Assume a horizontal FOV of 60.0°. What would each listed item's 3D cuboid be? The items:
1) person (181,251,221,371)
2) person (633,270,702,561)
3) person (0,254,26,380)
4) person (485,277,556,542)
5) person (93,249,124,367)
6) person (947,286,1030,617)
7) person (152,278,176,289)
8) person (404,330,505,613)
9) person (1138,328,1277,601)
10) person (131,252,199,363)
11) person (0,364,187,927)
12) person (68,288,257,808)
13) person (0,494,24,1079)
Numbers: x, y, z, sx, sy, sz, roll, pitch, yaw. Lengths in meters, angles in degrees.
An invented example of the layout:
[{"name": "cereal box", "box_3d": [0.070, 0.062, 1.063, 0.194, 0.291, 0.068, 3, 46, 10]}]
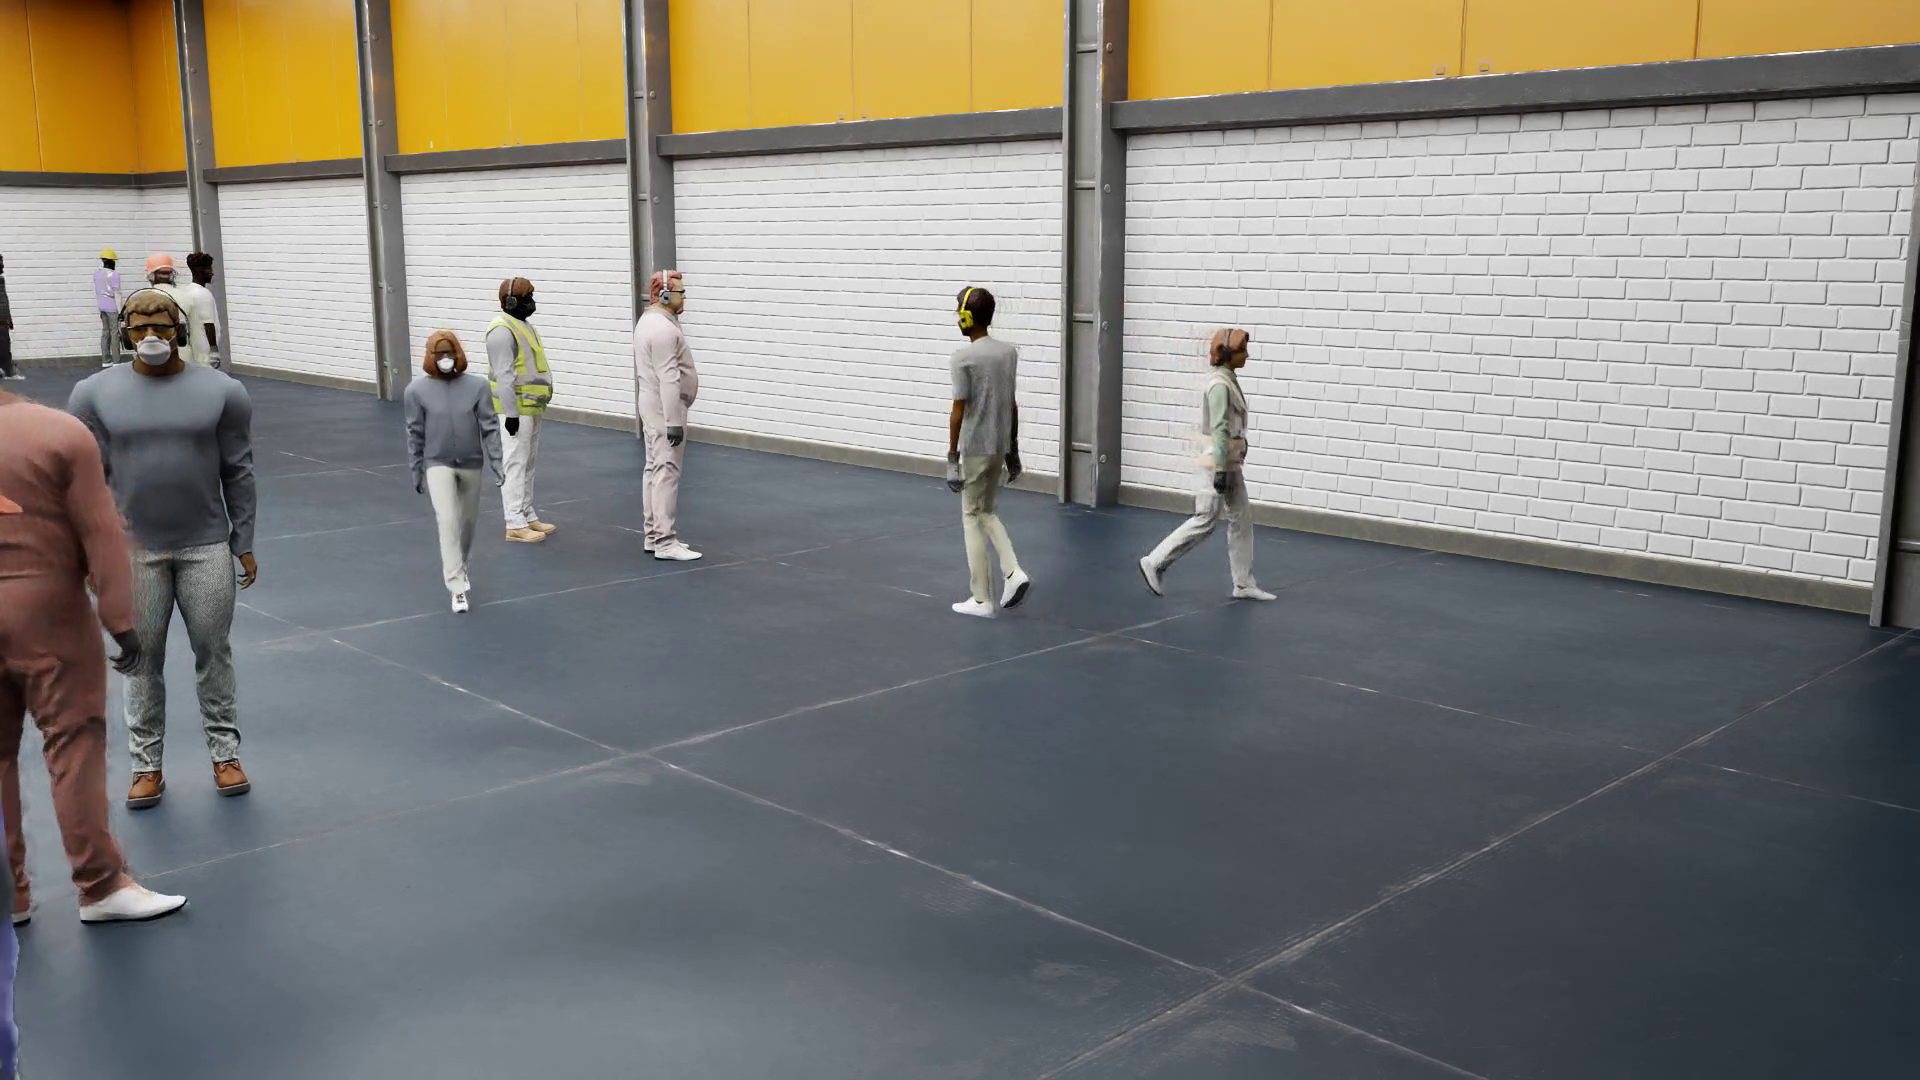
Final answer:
[{"name": "person", "box_3d": [-7.776, -1.969, 17.084, 0.612, 1.963, 0.363, 9, 14, 41]}, {"name": "person", "box_3d": [-1.924, -0.823, 11.001, 0.402, 1.906, 0.651, -4, 11, -21]}, {"name": "person", "box_3d": [-14.156, -3.257, 24.309, 0.603, 1.896, 0.729, 10, 14, 42]}, {"name": "person", "box_3d": [-3.071, -0.914, 11.674, 0.429, 1.843, 0.633, 0, 10, 0]}, {"name": "person", "box_3d": [-13.703, -3.735, 26.859, 0.582, 1.919, 0.391, 6, 12, 31]}, {"name": "person", "box_3d": [0.129, -0.480, 9.274, 0.555, 1.854, 0.426, -10, 14, -43]}, {"name": "person", "box_3d": [-8.015, -1.855, 16.945, 0.620, 1.797, 0.963, -8, 13, -35]}, {"name": "person", "box_3d": [-2.957, -0.431, 9.706, 0.509, 1.599, 0.820, -5, 12, -27]}, {"name": "person", "box_3d": [1.450, -0.435, 9.700, 0.754, 1.611, 0.524, 3, 11, 16]}, {"name": "person", "box_3d": [-7.350, -1.674, 15.441, 0.546, 1.977, 0.648, 6, 12, 31]}, {"name": "person", "box_3d": [-2.838, 0.271, 5.152, 0.801, 1.874, 0.408, -1, 10, -7]}, {"name": "person", "box_3d": [-2.969, 0.028, 6.270, 0.631, 1.940, 0.372, -5, 12, -26]}, {"name": "person", "box_3d": [-1.577, 0.748, 2.399, 0.571, 1.922, 0.638, 7, 13, 34]}]
